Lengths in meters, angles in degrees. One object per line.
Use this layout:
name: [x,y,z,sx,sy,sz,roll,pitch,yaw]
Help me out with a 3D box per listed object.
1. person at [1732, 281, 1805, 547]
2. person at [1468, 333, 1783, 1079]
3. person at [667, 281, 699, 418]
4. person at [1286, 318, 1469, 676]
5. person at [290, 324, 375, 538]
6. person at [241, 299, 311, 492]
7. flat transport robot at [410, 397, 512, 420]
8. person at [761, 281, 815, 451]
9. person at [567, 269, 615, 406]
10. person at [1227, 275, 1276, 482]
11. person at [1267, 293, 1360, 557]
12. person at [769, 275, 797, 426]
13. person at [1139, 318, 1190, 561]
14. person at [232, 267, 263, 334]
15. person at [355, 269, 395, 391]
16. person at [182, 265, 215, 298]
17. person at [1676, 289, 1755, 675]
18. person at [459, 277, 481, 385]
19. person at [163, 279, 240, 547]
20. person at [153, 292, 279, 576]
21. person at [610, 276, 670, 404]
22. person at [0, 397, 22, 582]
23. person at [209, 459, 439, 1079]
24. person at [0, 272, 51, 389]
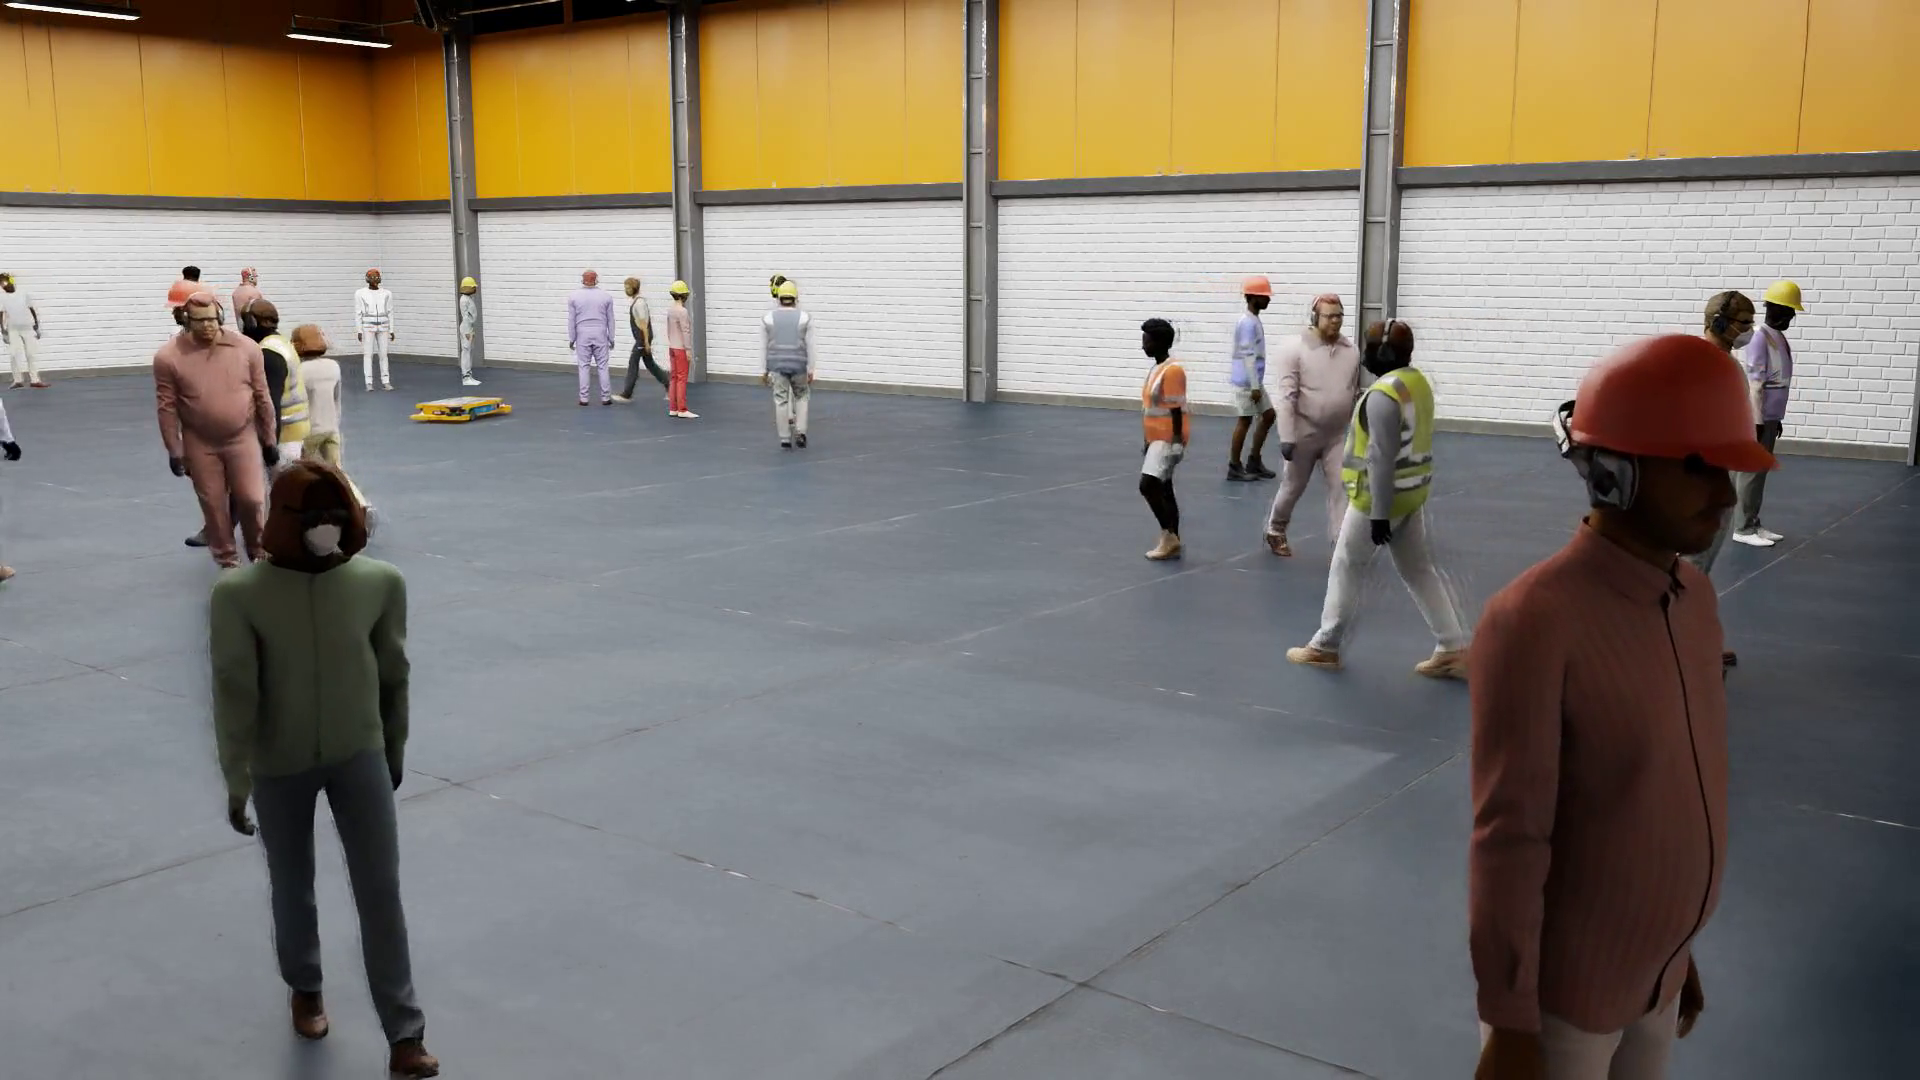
person: [5.883,-0.920,12.119,0.379,1.918,0.585,7,12,37]
person: [1.016,0.674,2.623,0.622,1.989,0.402,-9,13,-42]
person: [-3.608,-2.461,21.519,0.298,1.772,0.533,-6,12,-33]
person: [2.162,-0.205,8.316,0.935,1.802,0.634,7,12,35]
person: [-4.656,-0.774,12.145,0.686,1.613,0.504,5,11,27]
person: [-4.490,-0.660,10.912,0.432,1.825,0.743,-3,10,-16]
flat transport robot: [-6.414,-1.697,21.431,0.652,0.197,1.431,2,10,12]
person: [-1.847,-1.868,17.927,0.593,1.814,0.474,0,10,0]
person: [-5.150,-2.830,23.270,0.652,1.906,0.403,-3,10,-15]
person: [2.755,-1.482,15.390,0.604,1.913,0.568,3,10,16]
person: [2.418,-0.750,11.306,0.645,1.863,0.983,-3,10,-16]
person: [-2.216,-2.325,20.476,0.451,1.853,0.562,5,11,27]
person: [1.364,-0.673,11.360,0.417,1.676,0.555,-1,10,-9]
person: [-10.970,-3.267,25.816,0.639,1.909,0.407,7,12,36]
person: [-9.069,-3.252,25.809,0.575,1.879,0.355,-7,12,-33]
person: [-11.072,-3.012,24.220,0.400,1.953,0.617,3,10,17]
person: [3.795,-0.293,8.420,0.373,1.936,0.629,7,12,35]
person: [-7.948,-3.385,26.974,0.311,1.744,0.486,-1,10,-5]
person: [-5.480,-0.924,12.097,0.582,1.927,0.574,5,11,29]
person: [-4.638,-0.606,10.412,0.685,1.875,0.452,-5,11,-25]
person: [-4.470,-2.824,23.547,0.939,1.814,0.541,-2,10,-12]
person: [-6.376,-0.605,10.628,0.918,1.791,0.652,2,10,11]
person: [-1.621,0.595,4.250,0.507,1.593,0.850,-6,11,-30]
person: [-14.736,-3.282,26.187,0.690,1.821,0.342,-8,12,-38]
